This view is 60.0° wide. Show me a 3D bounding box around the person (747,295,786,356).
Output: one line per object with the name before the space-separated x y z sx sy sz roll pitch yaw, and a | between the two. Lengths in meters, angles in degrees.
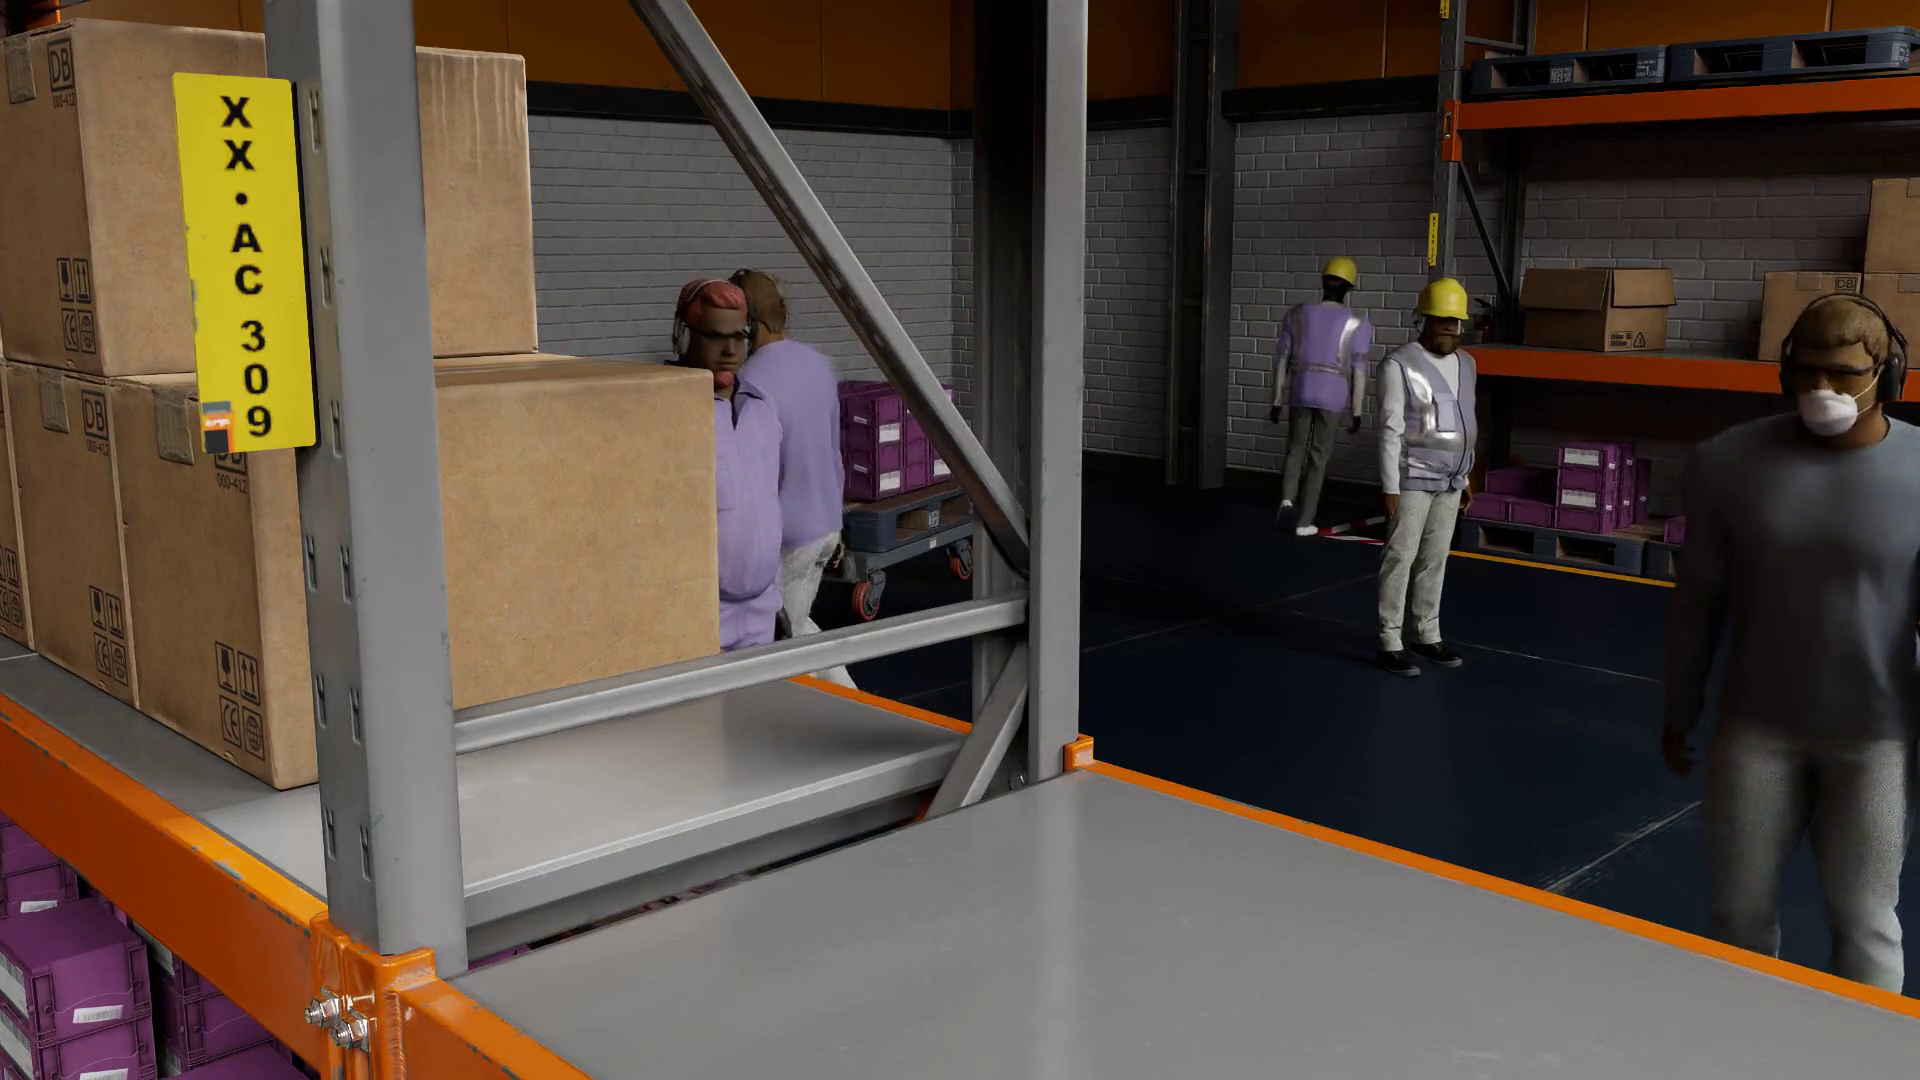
person | -1.397 -0.995 12.098 0.288 1.627 0.501 -7 12 -32

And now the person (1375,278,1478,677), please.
person | 2.172 -0.290 7.700 0.595 1.828 0.403 -7 12 -33

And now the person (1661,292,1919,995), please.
person | 1.892 0.416 3.669 0.649 1.913 0.536 9 13 39

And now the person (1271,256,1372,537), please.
person | 2.374 -0.926 11.022 0.636 1.889 0.607 5 11 25

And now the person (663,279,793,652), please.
person | -0.705 0.206 4.805 0.400 1.900 0.645 7 12 34

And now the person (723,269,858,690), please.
person | -0.605 0.006 5.869 0.481 1.912 0.658 4 11 23

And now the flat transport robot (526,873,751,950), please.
flat transport robot | -0.509 1.118 4.278 1.431 0.197 0.652 10 15 44
